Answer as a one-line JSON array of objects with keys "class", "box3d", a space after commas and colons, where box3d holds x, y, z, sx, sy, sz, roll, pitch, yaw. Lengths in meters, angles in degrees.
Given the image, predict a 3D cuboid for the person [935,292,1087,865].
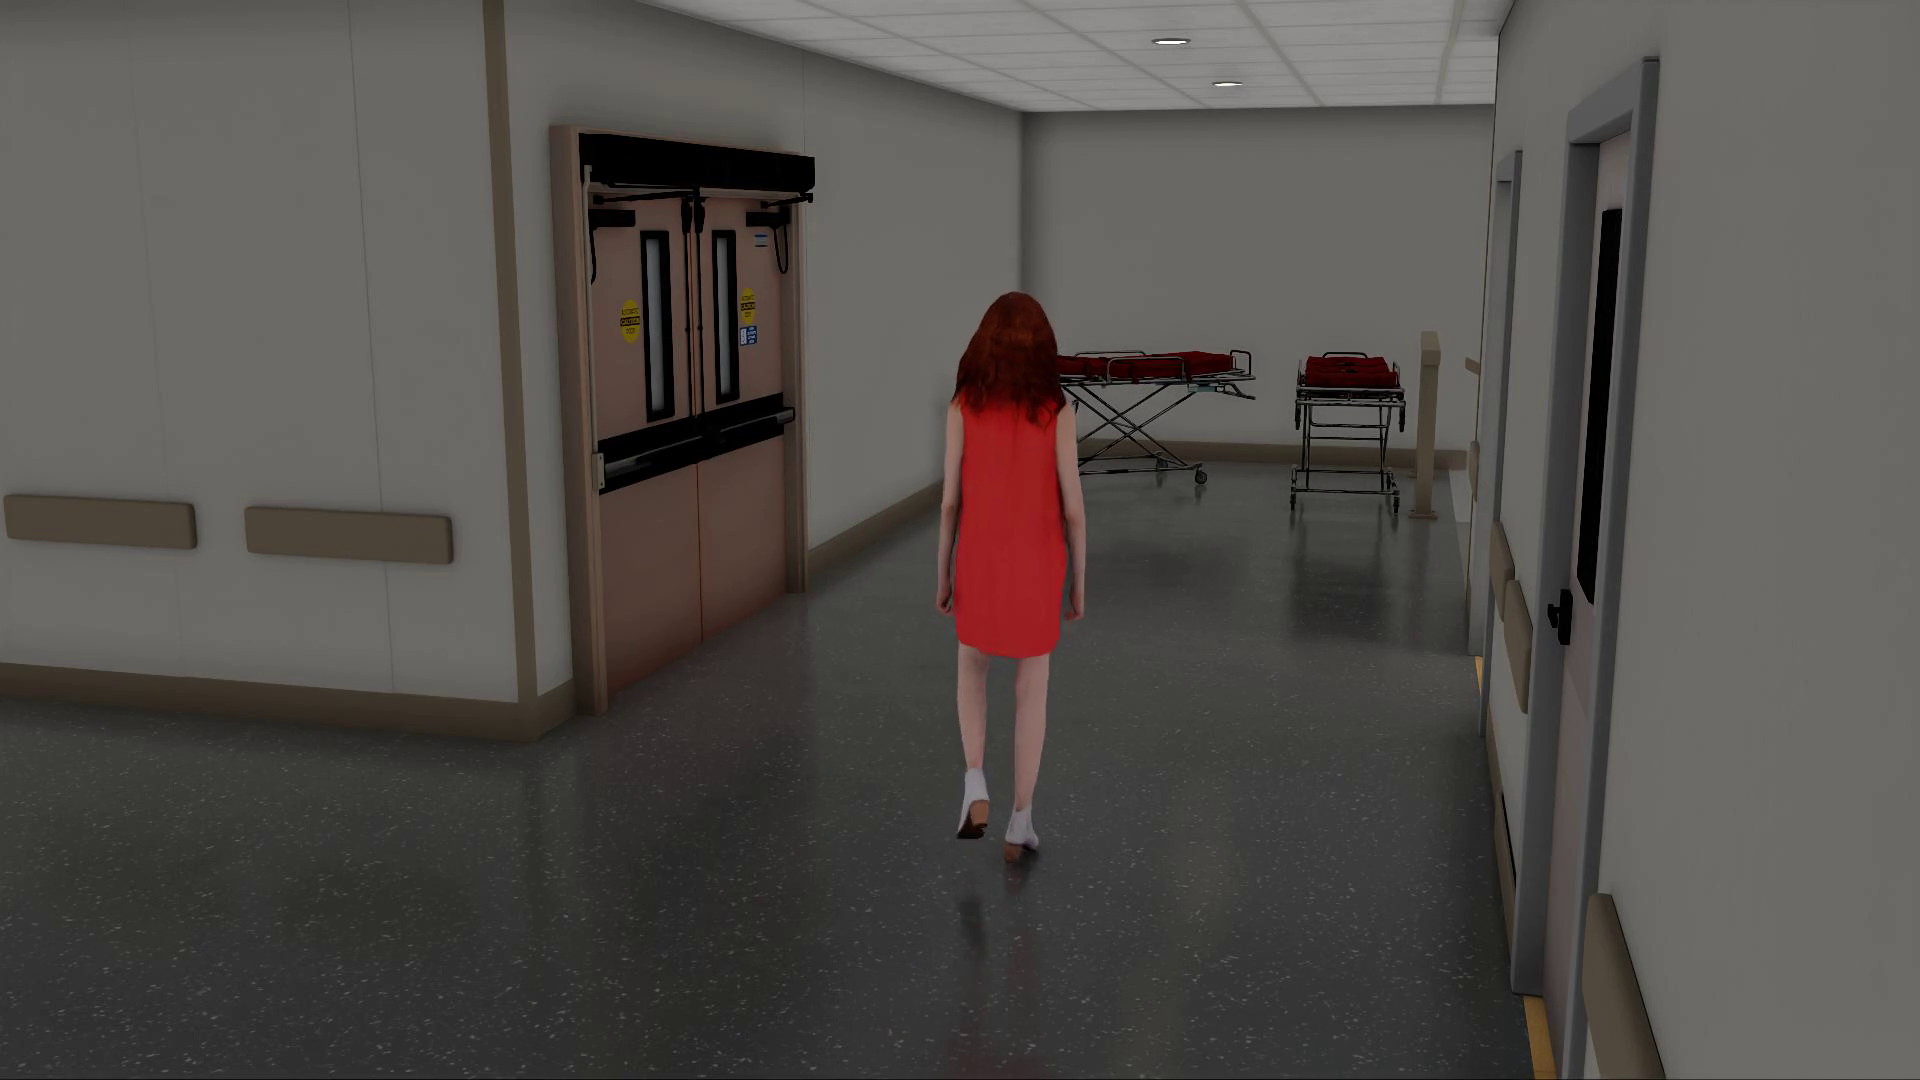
[{"class": "person", "box3d": [0.142, 0.157, 5.171, 0.649, 1.817, 0.706, 2, 11, 9]}]
